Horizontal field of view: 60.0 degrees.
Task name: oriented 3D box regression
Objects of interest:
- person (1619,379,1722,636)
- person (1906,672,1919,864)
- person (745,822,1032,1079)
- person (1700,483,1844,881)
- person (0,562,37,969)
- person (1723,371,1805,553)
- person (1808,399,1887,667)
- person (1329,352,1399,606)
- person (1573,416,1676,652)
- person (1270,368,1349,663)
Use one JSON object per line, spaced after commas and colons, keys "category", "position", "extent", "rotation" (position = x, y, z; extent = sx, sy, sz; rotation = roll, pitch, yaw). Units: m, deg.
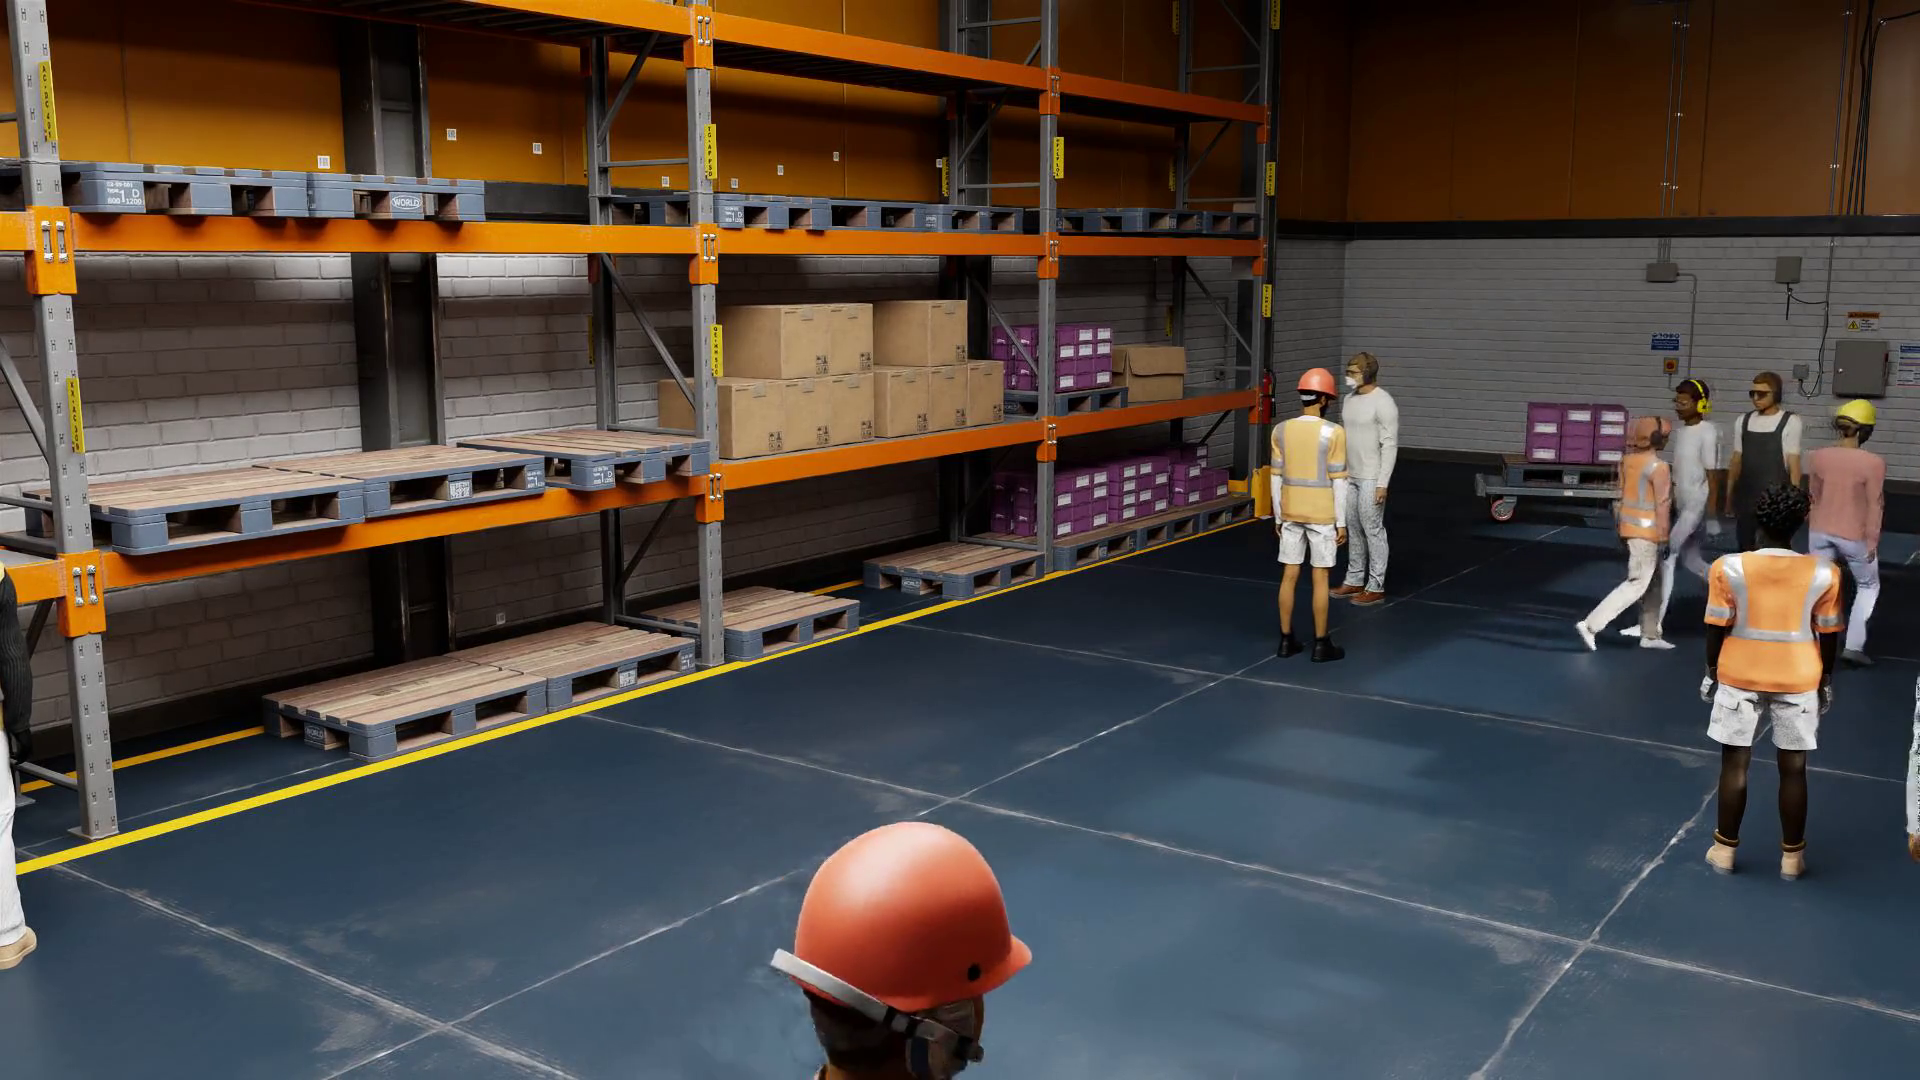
{"category": "person", "position": [5.152, -0.217, 11.609], "extent": [0.924, 1.825, 0.517], "rotation": [1, 10, 4]}
{"category": "person", "position": [3.240, 0.894, 5.215], "extent": [0.499, 1.732, 0.439], "rotation": [6, 11, 33]}
{"category": "person", "position": [-0.045, 1.297, 2.100], "extent": [0.643, 1.965, 0.752], "rotation": [9, 13, 43]}
{"category": "person", "position": [3.436, 0.602, 7.075], "extent": [0.540, 1.695, 0.316], "rotation": [3, 10, 19]}
{"category": "person", "position": [-3.744, 0.696, 6.092], "extent": [0.634, 1.839, 0.429], "rotation": [-4, 10, -25]}
{"category": "person", "position": [5.854, -0.313, 12.130], "extent": [0.450, 1.830, 0.544], "rotation": [-7, 12, -36]}
{"category": "person", "position": [5.705, -0.030, 10.703], "extent": [0.524, 1.752, 0.526], "rotation": [-6, 11, -33]}
{"category": "person", "position": [3.095, -0.468, 12.732], "extent": [0.353, 1.936, 0.633], "rotation": [-3, 10, -19]}
{"category": "person", "position": [4.483, -0.028, 11.103], "extent": [0.732, 1.613, 0.533], "rotation": [0, 10, -2]}
{"category": "person", "position": [2.307, -0.160, 10.933], "extent": [0.547, 1.935, 0.403], "rotation": [8, 12, 39]}
